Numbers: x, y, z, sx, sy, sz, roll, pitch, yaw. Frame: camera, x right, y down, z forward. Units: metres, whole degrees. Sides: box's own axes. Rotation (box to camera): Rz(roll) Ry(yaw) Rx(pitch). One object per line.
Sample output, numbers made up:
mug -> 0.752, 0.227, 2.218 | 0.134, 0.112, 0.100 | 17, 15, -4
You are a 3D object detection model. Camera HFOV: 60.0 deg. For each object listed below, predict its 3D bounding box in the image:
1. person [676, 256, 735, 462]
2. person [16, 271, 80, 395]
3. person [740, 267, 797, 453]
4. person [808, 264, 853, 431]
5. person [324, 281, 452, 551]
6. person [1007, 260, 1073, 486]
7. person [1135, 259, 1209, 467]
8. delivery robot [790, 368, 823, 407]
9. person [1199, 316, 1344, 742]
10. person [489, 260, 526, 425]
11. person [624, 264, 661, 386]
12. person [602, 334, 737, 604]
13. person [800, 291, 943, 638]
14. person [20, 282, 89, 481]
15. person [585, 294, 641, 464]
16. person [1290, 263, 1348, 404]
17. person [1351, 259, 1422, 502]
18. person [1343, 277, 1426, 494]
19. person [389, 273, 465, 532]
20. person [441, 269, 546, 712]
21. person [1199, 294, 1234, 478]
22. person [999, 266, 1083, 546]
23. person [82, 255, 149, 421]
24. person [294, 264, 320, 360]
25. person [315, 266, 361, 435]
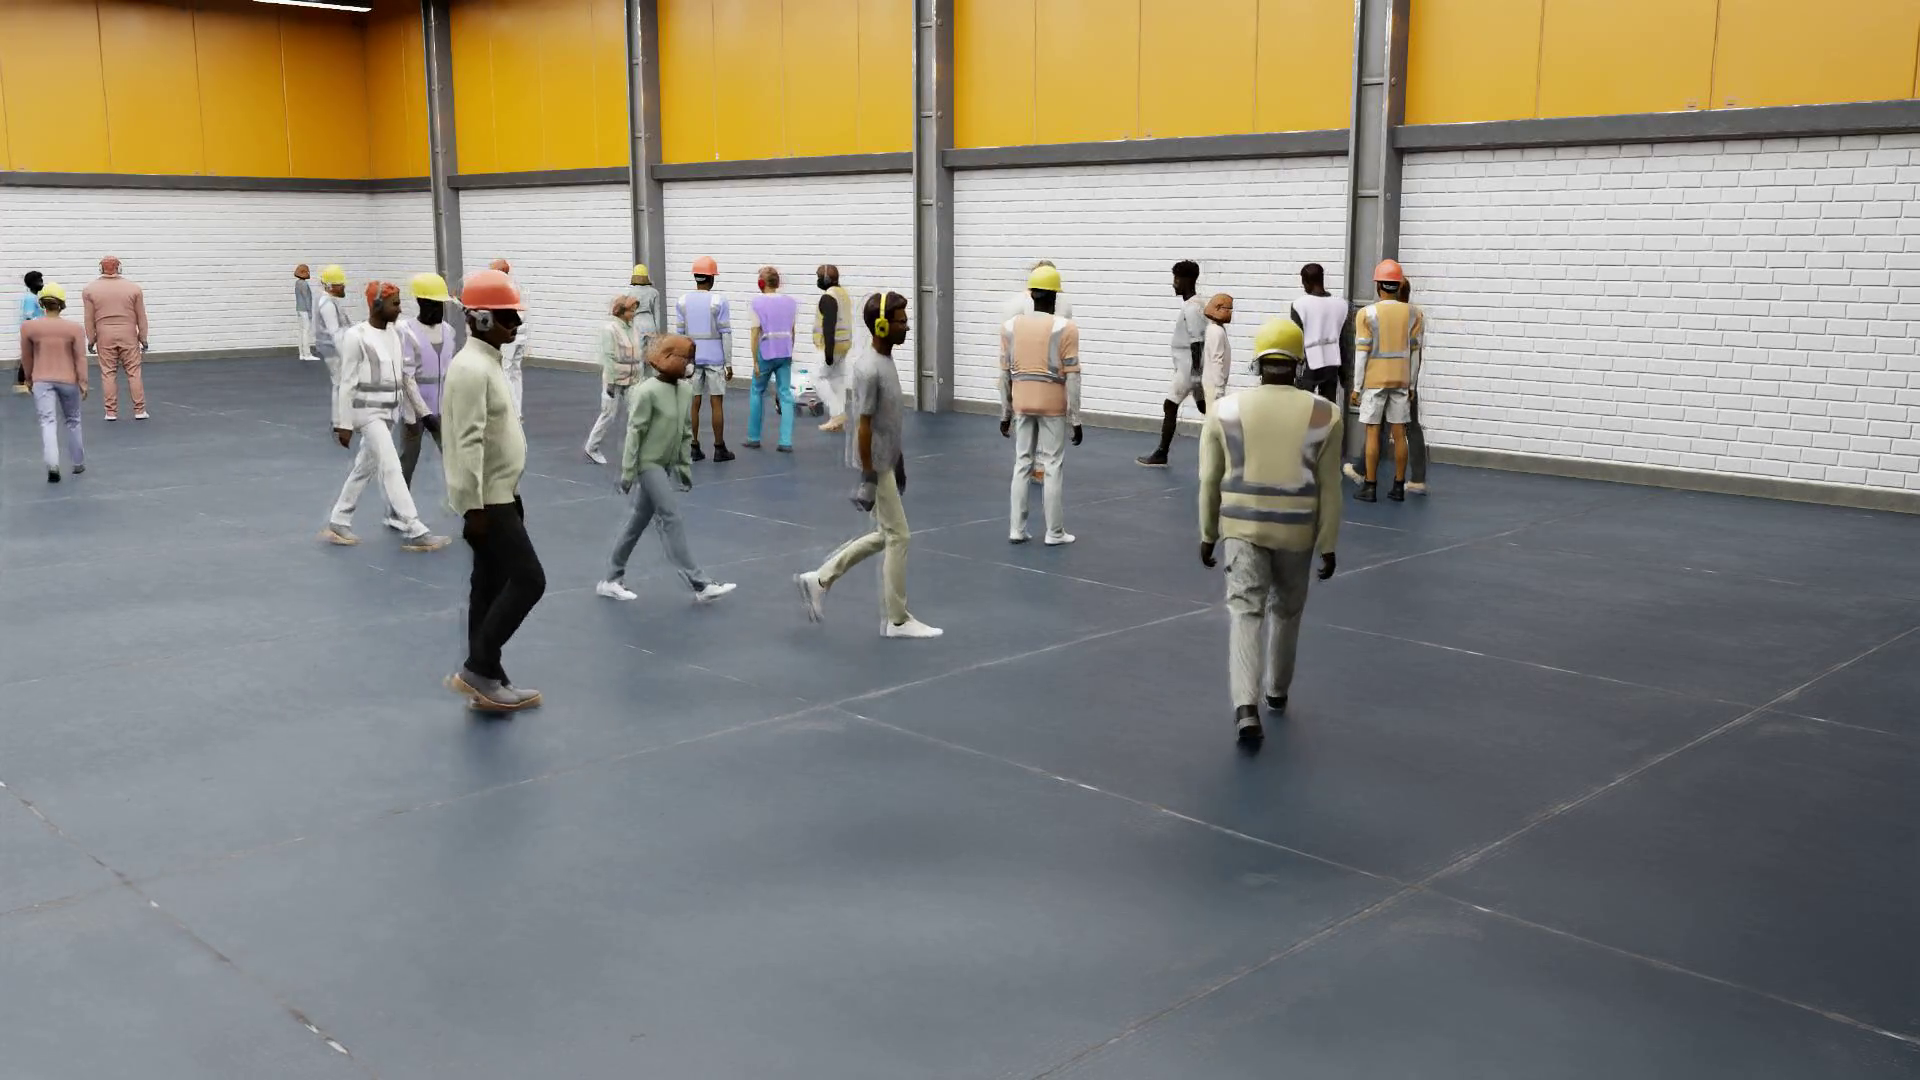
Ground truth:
person -> -2.393, -1.702, 15.707 | 0.549, 1.937, 0.358 | 2, 11, 13
person -> -12.276, -2.762, 22.261 | 0.867, 1.648, 0.536 | -5, 11, -24
person -> -1.907, -1.791, 16.527 | 0.563, 1.811, 0.842 | -7, 12, -33
person -> -1.399, -2.074, 18.036 | 0.452, 1.823, 0.634 | 3, 11, 13
person -> -3.972, -0.843, 11.334 | 1.015, 1.832, 0.592 | 3, 11, 14
person -> 0.766, -1.414, 14.187 | 0.660, 1.914, 0.754 | -7, 12, -33
person -> 2.163, -1.598, 15.209 | 0.998, 1.918, 0.619 | 2, 11, 13
delivery robot -> -1.855, -1.791, 19.710 | 0.477, 0.478, 0.707 | -5, 11, -24
person -> 1.321, -0.054, 7.112 | 0.598, 1.796, 0.889 | 2, 11, 11
person -> -5.026, -2.185, 18.579 | 0.418, 1.857, 0.630 | 3, 11, 14
person -> -4.263, -2.816, 22.312 | 0.487, 1.743, 0.315 | -6, 12, -29
person -> -1.733, -0.405, 9.625 | 0.877, 1.562, 0.498 | 3, 11, 16
person -> -0.474, -0.386, 8.780 | 0.704, 1.852, 0.536 | 1, 10, 5
person -> -7.934, -1.394, 14.602 | 0.522, 1.727, 0.869 | -5, 11, -24
person -> -3.151, -1.459, 15.316 | 0.825, 1.603, 0.526 | 6, 12, 30
person -> 3.209, -1.529, 14.899 | 0.703, 1.886, 0.472 | -5, 11, -24
person -> 3.398, -1.265, 13.323 | 0.542, 1.939, 0.359 | -2, 11, -8
person -> 3.635, -1.304, 13.936 | 0.532, 1.788, 0.981 | -5, 11, -24
person -> -3.744, -0.949, 11.773 | 0.999, 1.862, 0.586 | 7, 12, 32
person -> -2.051, -0.195, 7.365 | 0.443, 1.978, 0.649 | -2, 11, -9
person -> 2.228, -1.315, 14.429 | 0.265, 1.631, 0.508 | 1, 10, 4
person -> 0.555, -0.912, 11.464 | 0.623, 1.921, 0.415 | 5, 12, 27
person -> -9.728, -2.326, 19.200 | 0.652, 1.904, 0.402 | -5, 11, -25
person -> -11.207, -3.892, 28.477 | 0.279, 1.633, 0.501 | -8, 13, -39
person -> -6.674, -2.015, 17.822 | 0.403, 1.805, 0.619 | -3, 11, -17
